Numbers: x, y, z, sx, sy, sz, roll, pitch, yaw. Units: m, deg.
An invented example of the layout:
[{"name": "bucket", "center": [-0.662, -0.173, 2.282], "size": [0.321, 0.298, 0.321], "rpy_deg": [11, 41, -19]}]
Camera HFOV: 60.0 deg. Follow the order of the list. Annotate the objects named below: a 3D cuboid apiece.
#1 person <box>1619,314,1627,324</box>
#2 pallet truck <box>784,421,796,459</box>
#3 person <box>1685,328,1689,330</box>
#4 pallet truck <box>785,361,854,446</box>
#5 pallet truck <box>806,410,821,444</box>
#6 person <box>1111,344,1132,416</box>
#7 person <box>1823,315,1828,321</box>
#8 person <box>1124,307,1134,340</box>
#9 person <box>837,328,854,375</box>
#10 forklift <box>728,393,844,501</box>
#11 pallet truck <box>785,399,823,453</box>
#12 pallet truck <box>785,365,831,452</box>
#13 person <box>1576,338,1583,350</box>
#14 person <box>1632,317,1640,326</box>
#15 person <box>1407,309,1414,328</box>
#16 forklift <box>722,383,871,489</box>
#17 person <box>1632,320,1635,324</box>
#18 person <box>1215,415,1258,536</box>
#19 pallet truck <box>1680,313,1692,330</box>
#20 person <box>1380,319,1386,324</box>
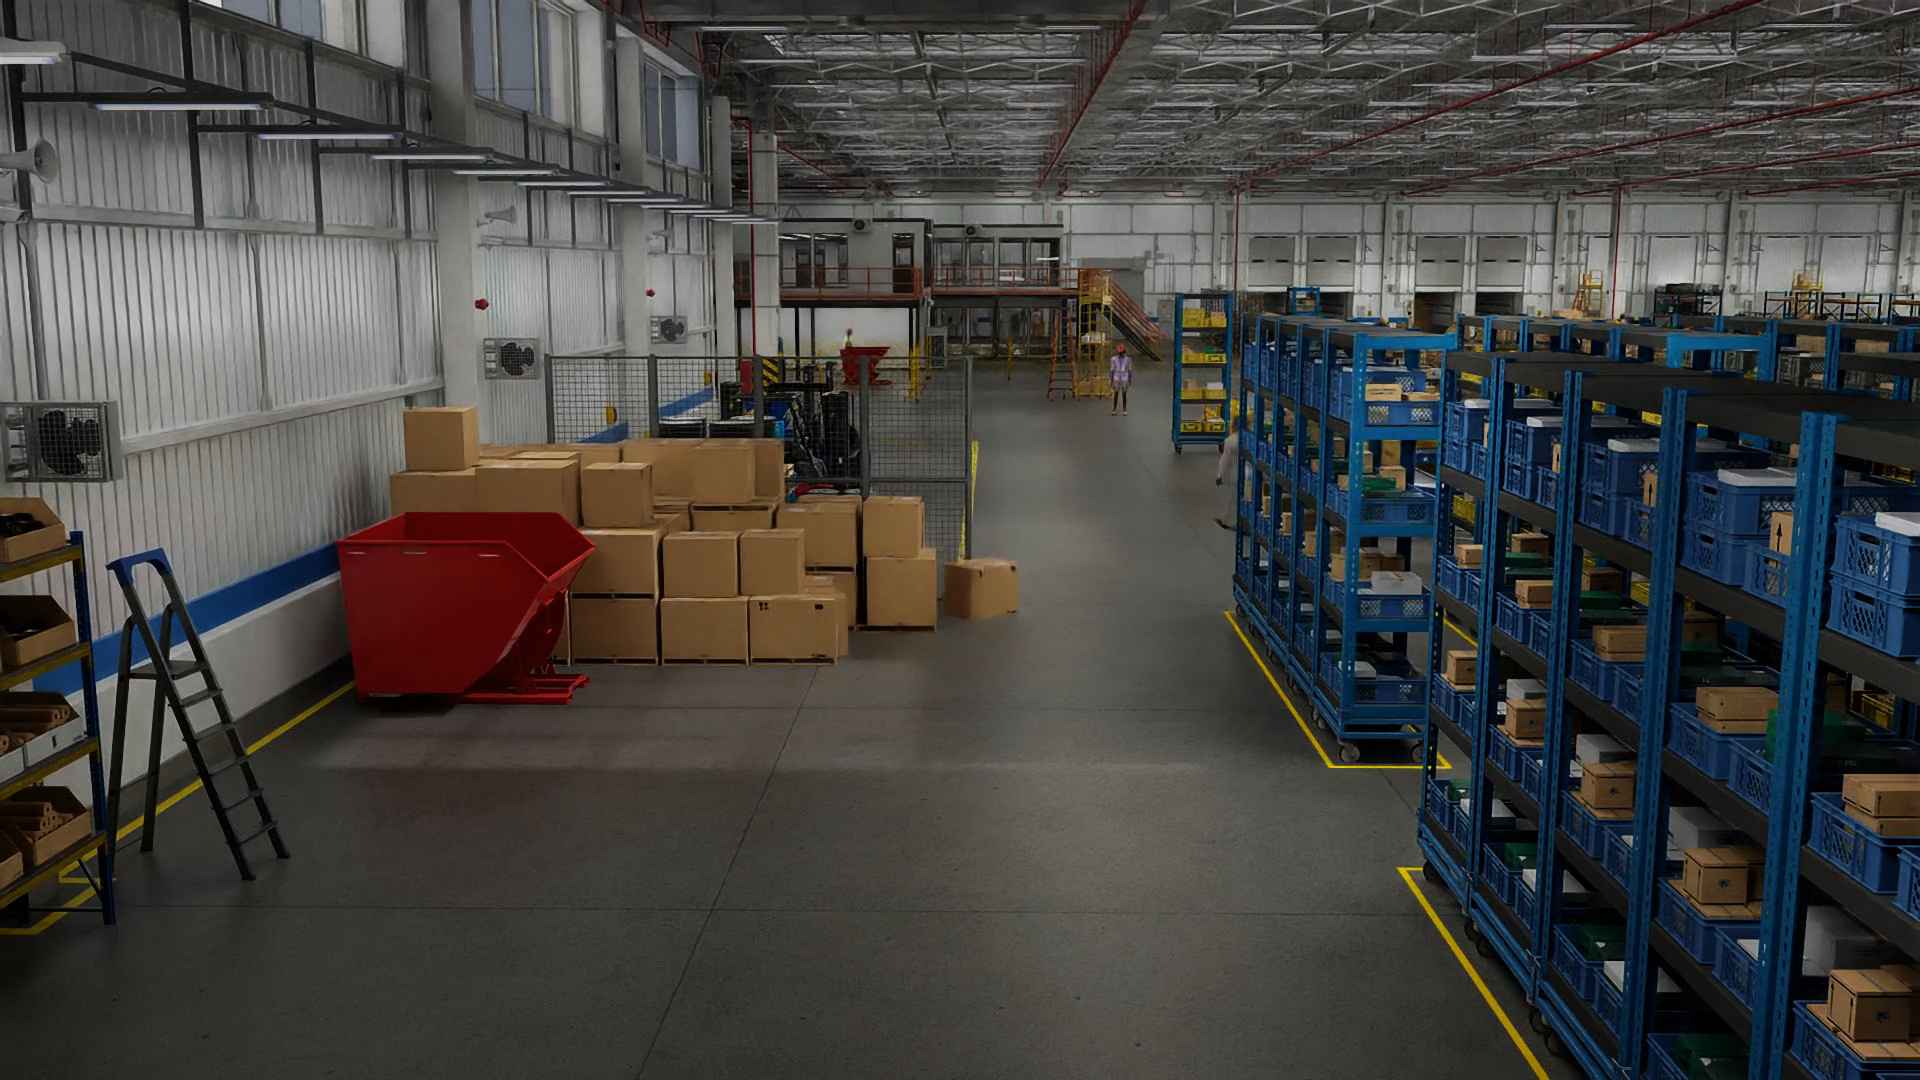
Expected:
[{"name": "person", "center": [34.845, -10.985, 87.568], "size": [0.441, 1.830, 0.623], "rpy_deg": [7, 12, 37]}, {"name": "pallet truck", "center": [-4.013, -1.793, 32.705], "size": [1.601, 1.201, 0.680], "rpy_deg": [0, 9, 1]}, {"name": "person", "center": [26.658, -6.789, 61.158], "size": [0.372, 1.997, 0.611], "rpy_deg": [-4, 10, -24]}, {"name": "pallet truck", "center": [-3.410, -3.193, 38.978], "size": [1.885, 1.965, 0.823], "rpy_deg": [0, 9, -1]}, {"name": "pallet truck", "center": [-3.559, -2.018, 33.905], "size": [1.522, 1.261, 0.704], "rpy_deg": [0, 9, -1]}, {"name": "person", "center": [4.567, -4.544, 47.168], "size": [0.609, 2.044, 0.394], "rpy_deg": [2, 9, 13]}, {"name": "person", "center": [42.886, -10.182, 82.433], "size": [0.831, 1.880, 0.609], "rpy_deg": [-2, 9, -11]}, {"name": "person", "center": [9.959, -12.745, 98.051], "size": [0.603, 1.949, 0.384], "rpy_deg": [-4, 10, -22]}, {"name": "person", "center": [-4.400, -7.329, 64.921], "size": [0.836, 1.862, 0.576], "rpy_deg": [-6, 11, -33]}, {"name": "forklift", "center": [-2.979, -1.316, 26.476], "size": [2.680, 1.987, 1.157], "rpy_deg": [0, 9, 1]}, {"name": "pallet truck", "center": [-3.814, -2.432, 36.419], "size": [1.630, 1.274, 0.653], "rpy_deg": [0, 9, 1]}, {"name": "pallet truck", "center": [-3.774, -2.976, 37.635], "size": [1.885, 1.965, 0.823], "rpy_deg": [1, 9, 5]}, {"name": "person", "center": [24.811, -7.807, 67.304], "size": [0.683, 2.000, 0.537], "rpy_deg": [2, 9, 13]}, {"name": "person", "center": [31.742, -9.505, 78.154], "size": [0.593, 1.922, 0.400], "rpy_deg": [0, 9, -1]}, {"name": "person", "center": [25.603, -12.181, 94.671], "size": [0.398, 1.918, 0.586], "rpy_deg": [6, 11, 32]}, {"name": "forklift", "center": [-2.893, -1.687, 28.729], "size": [2.680, 1.987, 1.157], "rpy_deg": [0, 9, -1]}, {"name": "person", "center": [33.793, -10.254, 83.593], "size": [0.858, 1.662, 0.531], "rpy_deg": [-8, 12, -42]}, {"name": "person", "center": [4.278, -1.025, 26.005], "size": [0.678, 1.856, 0.965], "rpy_deg": [-7, 11, -36]}, {"name": "pallet truck", "center": [36.315, -10.531, 84.244], "size": [0.823, 1.965, 1.885], "rpy_deg": [-6, 11, -33]}, {"name": "person", "center": [19.231, -9.081, 75.594], "size": [0.842, 1.907, 0.547], "rpy_deg": [-5, 10, -28]}]
